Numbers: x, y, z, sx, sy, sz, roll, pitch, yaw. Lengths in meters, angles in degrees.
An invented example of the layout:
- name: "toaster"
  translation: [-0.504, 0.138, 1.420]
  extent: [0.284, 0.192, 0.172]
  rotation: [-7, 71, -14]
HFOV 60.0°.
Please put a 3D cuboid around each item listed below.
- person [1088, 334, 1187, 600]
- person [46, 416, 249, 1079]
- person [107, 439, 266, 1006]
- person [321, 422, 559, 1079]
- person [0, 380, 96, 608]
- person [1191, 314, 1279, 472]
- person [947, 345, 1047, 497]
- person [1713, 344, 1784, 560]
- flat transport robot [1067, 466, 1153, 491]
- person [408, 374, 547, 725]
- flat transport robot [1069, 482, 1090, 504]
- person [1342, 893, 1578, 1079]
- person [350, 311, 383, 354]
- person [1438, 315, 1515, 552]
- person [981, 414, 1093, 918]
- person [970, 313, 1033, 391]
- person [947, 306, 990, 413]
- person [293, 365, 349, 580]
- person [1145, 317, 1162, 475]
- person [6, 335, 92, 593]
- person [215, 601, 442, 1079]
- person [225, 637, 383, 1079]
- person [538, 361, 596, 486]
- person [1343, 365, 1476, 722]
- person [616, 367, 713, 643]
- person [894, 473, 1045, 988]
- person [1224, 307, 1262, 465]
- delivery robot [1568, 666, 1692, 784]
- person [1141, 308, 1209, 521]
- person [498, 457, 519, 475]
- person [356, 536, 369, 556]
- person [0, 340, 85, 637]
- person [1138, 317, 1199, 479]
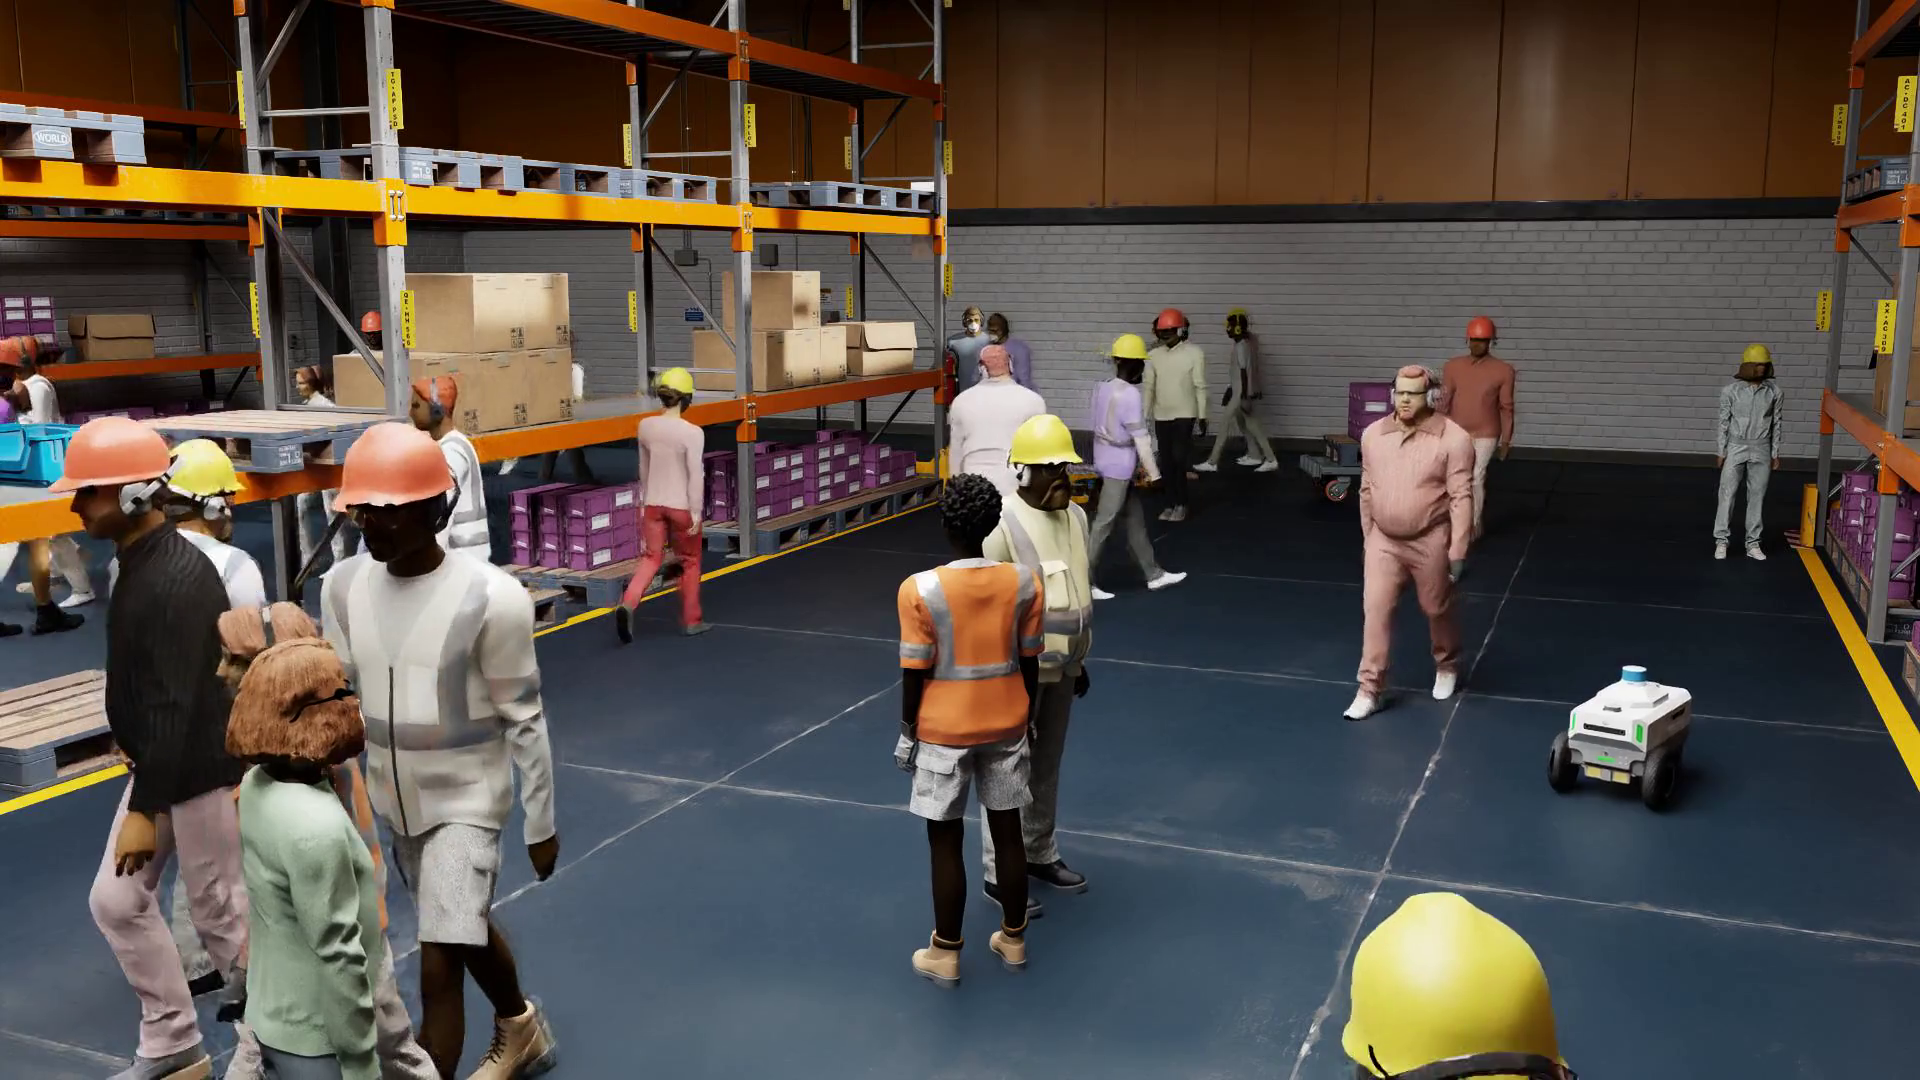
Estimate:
- name: "person"
  translation: [1.230, -0.504, 11.788]
  extent: [0.966, 1.879, 0.606]
  rotation: [-2, 10, -11]
- name: "person"
  translation: [-2.188, 0.648, 4.536]
  extent: [0.650, 1.967, 0.652]
  rotation: [-8, 12, -39]
- name: "person"
  translation: [-2.392, 0.575, 5.450]
  extent: [0.606, 1.807, 0.696]
  rotation: [5, 11, 30]
- name: "person"
  translation: [-1.379, 0.678, 4.337]
  extent: [0.637, 1.991, 1.021]
  rotation: [4, 10, 22]
- name: "person"
  translation: [-6.421, -0.287, 11.337]
  extent: [0.898, 1.587, 0.517]
  rotation: [-7, 12, -37]
- name: "person"
  translation: [3.221, -1.675, 19.086]
  extent: [0.988, 1.823, 0.512]
  rotation: [3, 10, 20]
- name: "person"
  translation: [0.248, -0.322, 10.785]
  extent: [0.663, 1.856, 0.767]
  rotation: [3, 10, 17]
- name: "person"
  translation: [6.353, -0.702, 13.391]
  extent: [0.493, 1.743, 0.303]
  rotation: [1, 9, 9]
- name: "flat transport robot"
  translation: [1.363, -0.652, 17.542]
  extent: [1.431, 0.197, 0.652]
  rotation: [-6, 11, -31]
- name: "person"
  translation: [-2.553, 0.103, 8.259]
  extent: [0.984, 1.833, 0.594]
  rotation: [-4, 10, -22]
- name: "flat transport robot"
  translation: [0.623, -0.527, 16.785]
  extent: [0.652, 0.197, 1.431]
  rotation: [-6, 11, -32]
- name: "person"
  translation: [0.473, 1.227, 1.703]
  extent: [0.542, 1.742, 0.692]
  rotation: [1, 9, 6]
- name: "person"
  translation: [-5.517, -1.200, 15.823]
  extent: [0.553, 1.935, 0.362]
  rotation: [-2, 10, -14]
- name: "person"
  translation: [4.342, -0.903, 13.964]
  extent: [0.614, 1.970, 0.908]
  rotation: [8, 12, 39]
- name: "person"
  translation: [0.289, 0.448, 6.152]
  extent: [0.404, 1.833, 0.591]
  rotation: [8, 12, 39]
- name: "person"
  translation: [0.376, -1.303, 16.569]
  extent: [0.738, 1.888, 0.767]
  rotation: [8, 12, 41]
- name: "person"
  translation: [0.131, -1.520, 17.763]
  extent: [0.627, 1.940, 0.371]
  rotation: [-1, 9, -7]
- name: "person"
  translation: [-4.865, -0.489, 12.461]
  extent: [0.525, 1.618, 0.569]
  rotation: [8, 12, 39]
- name: "person"
  translation: [2.390, -1.685, 19.165]
  extent: [0.530, 1.819, 0.952]
  rotation: [4, 10, 21]
- name: "person"
  translation: [-6.680, -0.548, 12.070]
  extent: [0.436, 1.870, 0.588]
  rotation: [-7, 12, -38]
- name: "person"
  translation: [-1.571, 0.937, 3.903]
  extent: [0.861, 1.595, 0.525]
  rotation: [-5, 11, -28]
- name: "person"
  translation: [-1.299, 1.002, 3.395]
  extent: [0.285, 1.636, 0.497]
  rotation: [-7, 12, -37]
- name: "person"
  translation: [-3.614, -1.025, 15.196]
  extent: [0.523, 1.804, 0.951]
  rotation: [5, 10, 26]
- name: "person"
  translation: [2.433, -0.009, 8.871]
  extent: [0.660, 1.860, 1.008]
  rotation: [7, 12, 36]
- name: "person"
  translation: [-1.843, -0.212, 10.422]
  extent: [0.532, 1.742, 0.725]
  rotation: [5, 10, 26]
- name: "person"
  translation: [0.031, 0.624, 5.497]
  extent: [0.541, 1.695, 0.316]
  rotation: [-5, 10, -26]
- name: "person"
  translation: [3.360, -1.806, 19.664]
  extent: [0.503, 1.878, 0.641]
  rotation: [3, 10, 19]
- name: "delivery robot"
  translation: [3.037, 0.813, 7.522]
  extent: [0.477, 0.478, 0.707]
  rotation: [8, 12, 40]
- name: "person"
  translation: [1.931, -1.136, 15.315]
  extent: [0.660, 1.971, 0.567]
  rotation: [7, 11, 35]
- name: "person"
  translation: [-5.424, -1.605, 18.610]
  extent: [0.932, 1.840, 0.514]
  rotation: [-9, 13, -43]
- name: "person"
  translation: [-4.180, -0.477, 12.002]
  extent: [0.542, 1.750, 0.371]
  rotation: [6, 11, 32]
- name: "person"
  translation: [-6.036, -0.323, 10.643]
  extent: [0.538, 1.898, 0.777]
  rotation: [6, 11, 33]
- name: "person"
  translation: [2.318, -1.567, 18.397]
  extent: [0.624, 1.822, 0.641]
  rotation: [3, 10, 17]
